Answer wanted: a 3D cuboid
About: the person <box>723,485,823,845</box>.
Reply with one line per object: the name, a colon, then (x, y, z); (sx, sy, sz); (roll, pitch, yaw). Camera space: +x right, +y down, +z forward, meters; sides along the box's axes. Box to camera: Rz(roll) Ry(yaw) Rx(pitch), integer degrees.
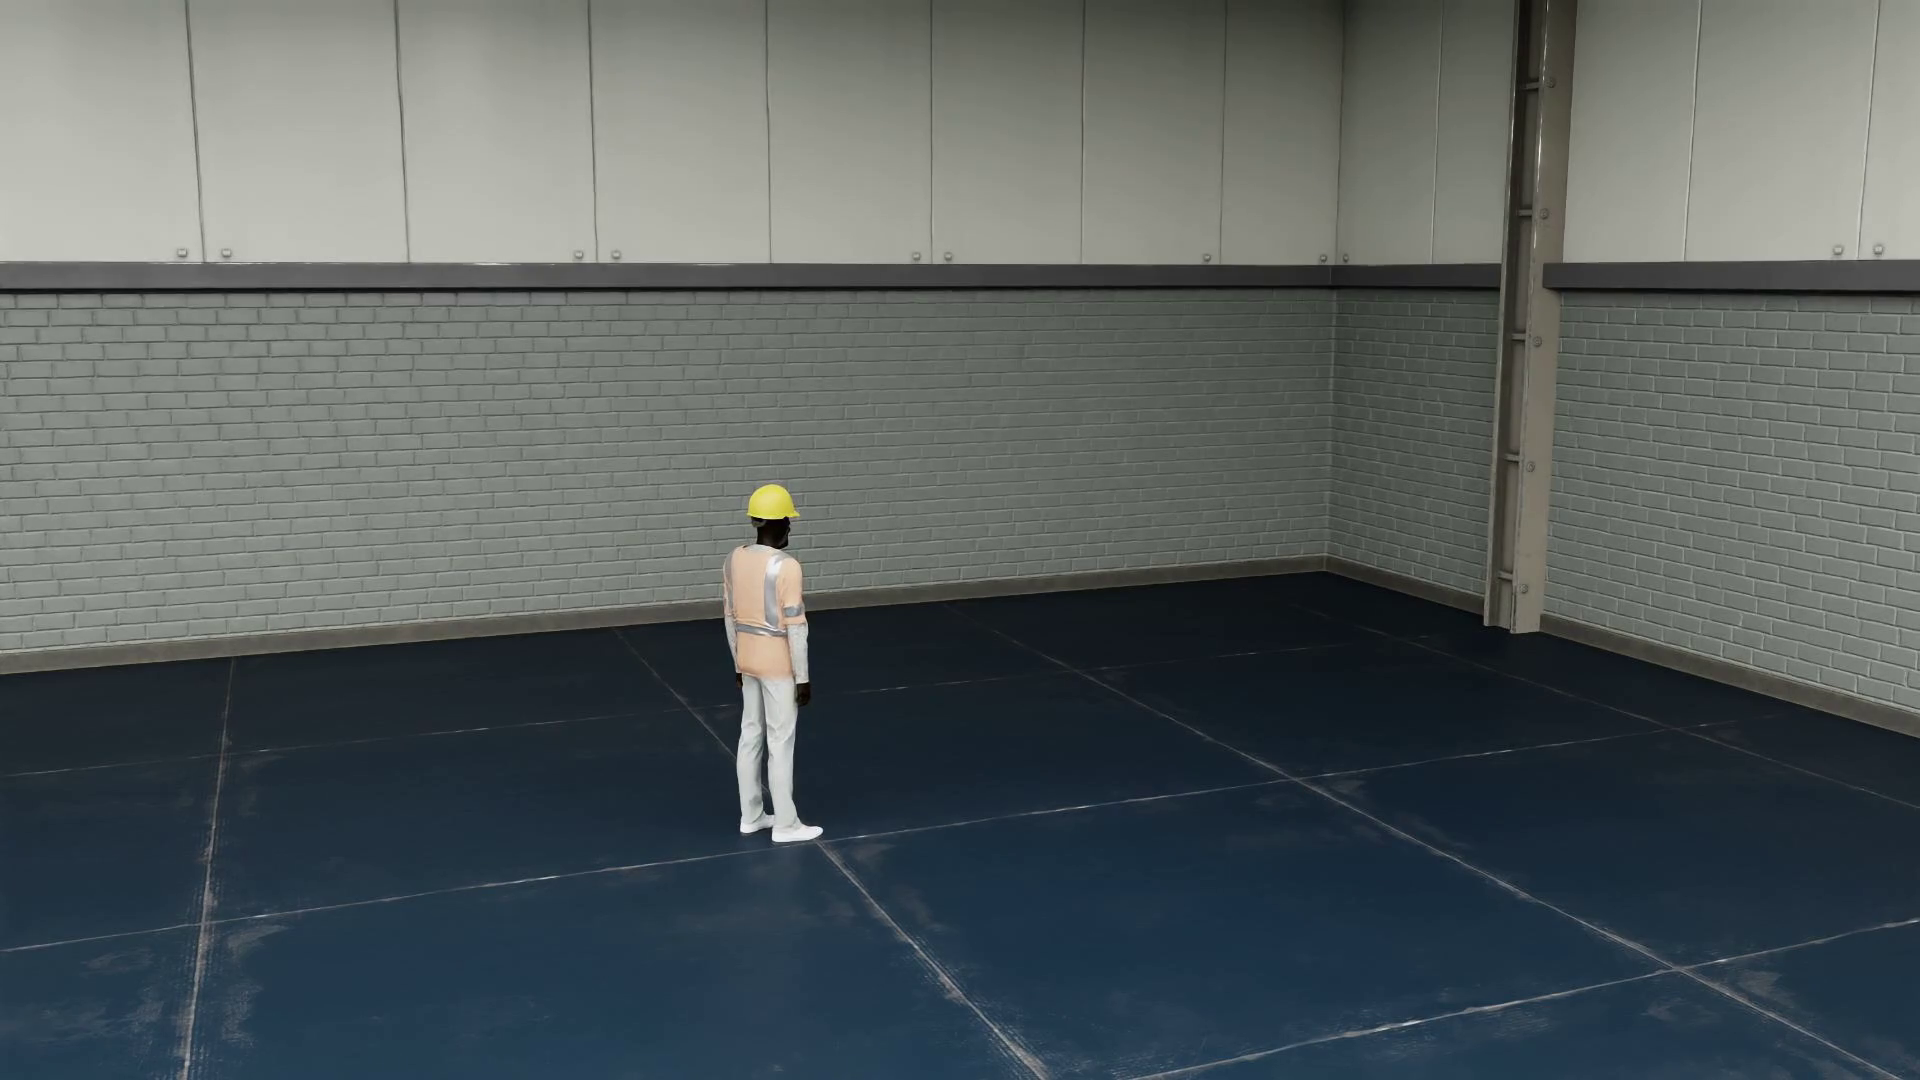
person: (-1.012, 0.663, 8.910); (0.585, 1.928, 0.368); (8, 12, 41)
